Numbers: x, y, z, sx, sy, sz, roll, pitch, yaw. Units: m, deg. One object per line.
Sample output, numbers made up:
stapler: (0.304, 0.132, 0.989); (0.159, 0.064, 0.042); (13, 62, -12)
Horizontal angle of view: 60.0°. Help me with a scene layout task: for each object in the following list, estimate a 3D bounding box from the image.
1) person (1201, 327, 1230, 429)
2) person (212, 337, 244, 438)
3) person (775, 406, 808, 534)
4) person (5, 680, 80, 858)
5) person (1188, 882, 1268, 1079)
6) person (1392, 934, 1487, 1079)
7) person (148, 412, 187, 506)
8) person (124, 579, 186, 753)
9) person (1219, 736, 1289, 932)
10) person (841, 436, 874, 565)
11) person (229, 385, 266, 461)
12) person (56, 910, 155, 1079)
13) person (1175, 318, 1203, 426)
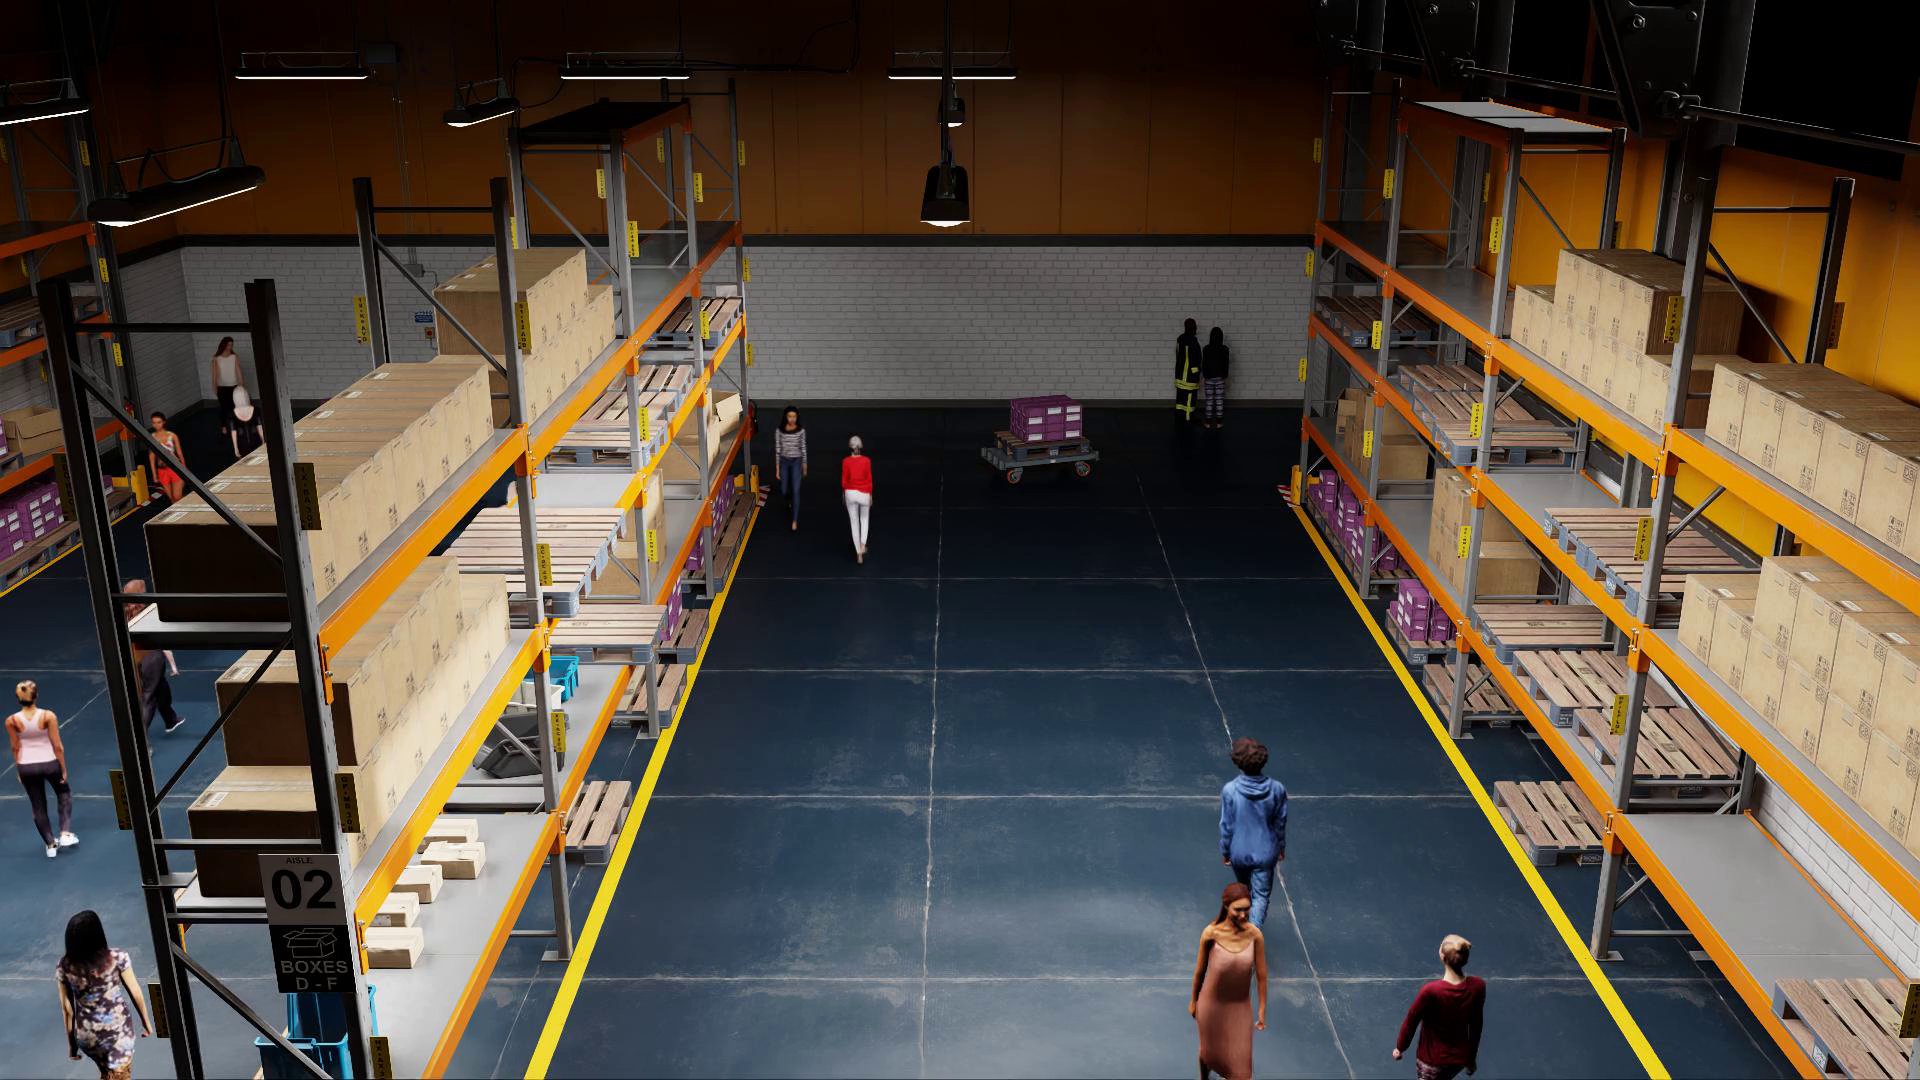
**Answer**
person: (4.323, -2.759, 28.192); (0.639, 1.733, 0.568); (3, 19, 10)
person: (-12.193, -2.535, 27.606); (0.733, 1.683, 0.777); (-7, 20, -20)
person: (-2.331, -0.997, 22.891); (0.656, 1.776, 0.851); (-3, 19, -7)
person: (-7.896, 1.988, 14.250); (0.645, 1.635, 0.667); (-7, 20, -20)
person: (1.739, 3.067, 10.805); (0.666, 1.789, 0.983); (-1, 19, -3)
person: (3.059, 3.261, 10.385); (0.745, 1.689, 0.813); (-6, 20, -18)
person: (-10.745, -0.908, 22.684); (0.726, 1.741, 1.094); (-4, 19, -11)
person: (-8.003, 1.269, 16.278); (0.724, 1.705, 1.191); (3, 19, 8)
person: (2.251, 2.418, 12.756); (0.847, 1.775, 1.166); (5, 19, 15)
person: (-1.331, -0.502, 21.579); (0.576, 1.676, 0.784); (-1, 19, -3)
person: (-10.102, -1.283, 23.678); (0.704, 1.817, 0.740); (-7, 20, -21)
person: (-5.435, 3.200, 10.561); (0.844, 1.692, 1.196); (-5, 19, -15)
person: (3.904, -2.902, 28.479); (0.908, 1.822, 0.767); (-8, 20, -22)
